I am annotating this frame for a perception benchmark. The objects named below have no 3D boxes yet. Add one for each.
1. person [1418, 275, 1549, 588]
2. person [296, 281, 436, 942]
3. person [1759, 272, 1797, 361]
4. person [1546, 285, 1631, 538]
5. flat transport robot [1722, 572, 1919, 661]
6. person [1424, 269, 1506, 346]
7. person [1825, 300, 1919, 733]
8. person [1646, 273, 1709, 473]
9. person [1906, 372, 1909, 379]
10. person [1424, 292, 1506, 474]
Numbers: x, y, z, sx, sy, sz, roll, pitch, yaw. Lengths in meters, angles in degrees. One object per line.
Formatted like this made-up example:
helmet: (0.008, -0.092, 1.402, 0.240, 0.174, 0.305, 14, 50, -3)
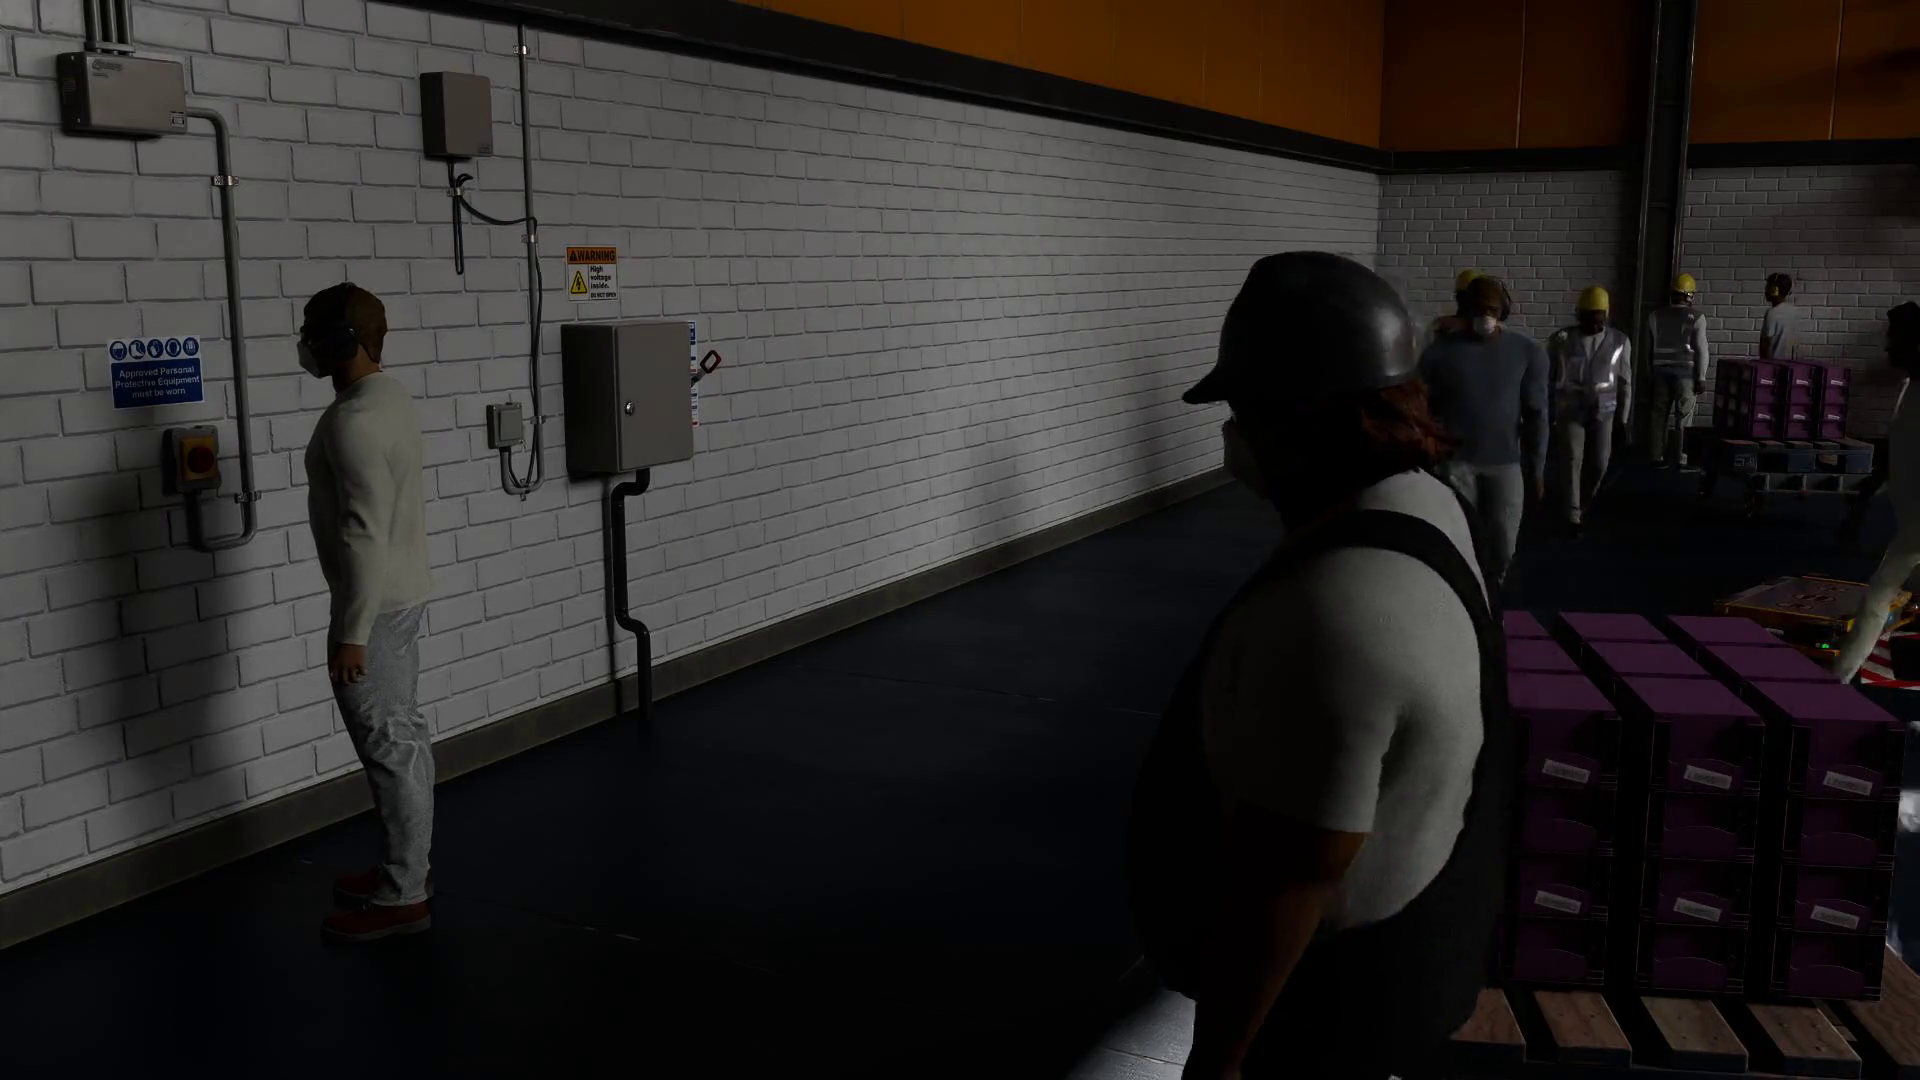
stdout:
person: (2.619, -0.377, 8.405, 0.649, 1.918, 0.574, 3, 10, 18)
person: (-1.757, 0.212, 4.945, 0.372, 1.940, 0.629, -2, 10, -12)
person: (7.798, -1.616, 15.818, 0.521, 1.847, 0.841, -8, 13, -39)
person: (4.522, -0.945, 12.036, 0.597, 1.804, 0.694, 2, 10, 12)
flat transport robot: (4.515, 0.384, 8.768, 1.431, 0.197, 0.652, -10, 14, -44)
person: (3.690, -1.000, 12.082, 0.610, 1.907, 0.683, 8, 12, 38)
person: (3.886, -0.074, 6.937, 0.954, 1.814, 0.501, 3, 10, 15)
person: (6.640, -1.541, 15.389, 0.404, 1.836, 0.590, -7, 12, -36)
person: (8.716, -1.489, 14.864, 0.617, 1.909, 0.613, -4, 10, -20)
person: (2.977, -0.591, 9.854, 0.621, 1.867, 0.380, 5, 11, 28)
